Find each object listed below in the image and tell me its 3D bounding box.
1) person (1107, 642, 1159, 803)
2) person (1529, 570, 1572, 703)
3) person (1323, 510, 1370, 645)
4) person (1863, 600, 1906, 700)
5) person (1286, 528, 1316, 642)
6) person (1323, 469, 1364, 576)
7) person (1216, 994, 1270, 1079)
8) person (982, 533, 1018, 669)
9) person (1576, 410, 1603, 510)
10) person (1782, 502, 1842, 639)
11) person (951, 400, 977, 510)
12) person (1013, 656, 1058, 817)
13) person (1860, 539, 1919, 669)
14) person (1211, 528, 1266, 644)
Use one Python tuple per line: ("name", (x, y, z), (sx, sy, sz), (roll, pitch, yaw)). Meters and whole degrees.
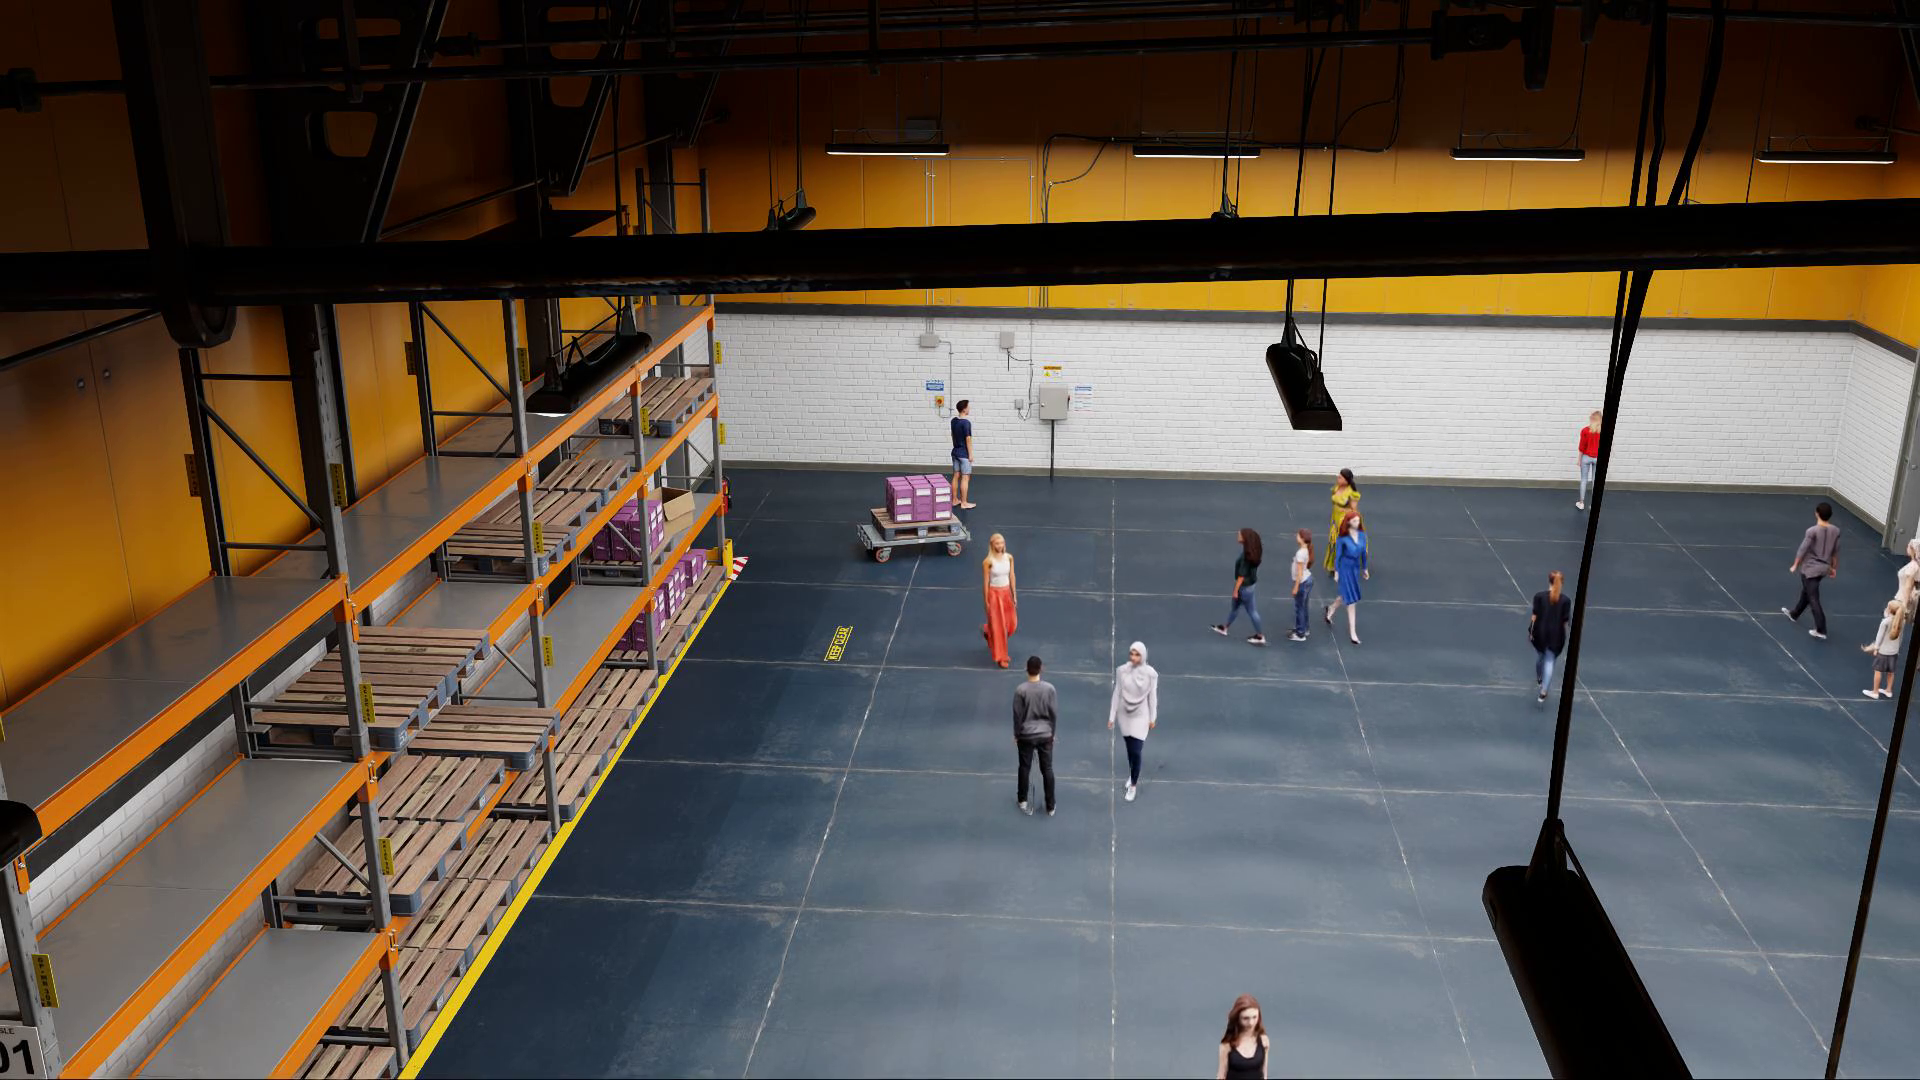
("person", (1.931, 1.912, 18.175), (0.802, 1.754, 0.937), (10, 21, 27))
("person", (7.232, 1.213, 20.431), (0.833, 1.639, 1.197), (7, 20, 19))
("person", (5.215, 0.451, 22.457), (0.983, 1.791, 1.204), (-9, 20, -24))
("person", (11.503, 1.343, 20.616), (0.564, 1.274, 0.590), (-4, 19, -12))
("person", (4.623, 0.575, 22.445), (0.668, 1.562, 0.559), (10, 21, 26))
("person", (5.778, -0.279, 24.848), (1.100, 1.647, 1.050), (-13, 22, -33))
("person", (1.979, 4.012, 12.032), (0.832, 1.696, 1.221), (-4, 19, -11))
("person", (0.462, 0.745, 21.584), (0.920, 1.791, 1.019), (-11, 21, -29))
("person", (10.615, -1.350, 27.937), (0.633, 1.705, 0.528), (3, 19, 10))
("person", (11.608, 0.444, 22.458), (0.973, 1.803, 1.268), (-5, 19, -15))
("person", (0.027, -1.459, 28.042), (0.757, 1.846, 0.692), (-14, 23, -36))
("person", (0.824, 2.076, 17.670), (0.706, 1.765, 0.831), (-3, 19, -8))
("person", (12.314, 0.858, 21.407), (1.070, 1.688, 1.212), (-12, 22, -32))
("person", (3.897, 0.641, 22.231), (0.855, 1.575, 1.011), (8, 20, 22))
